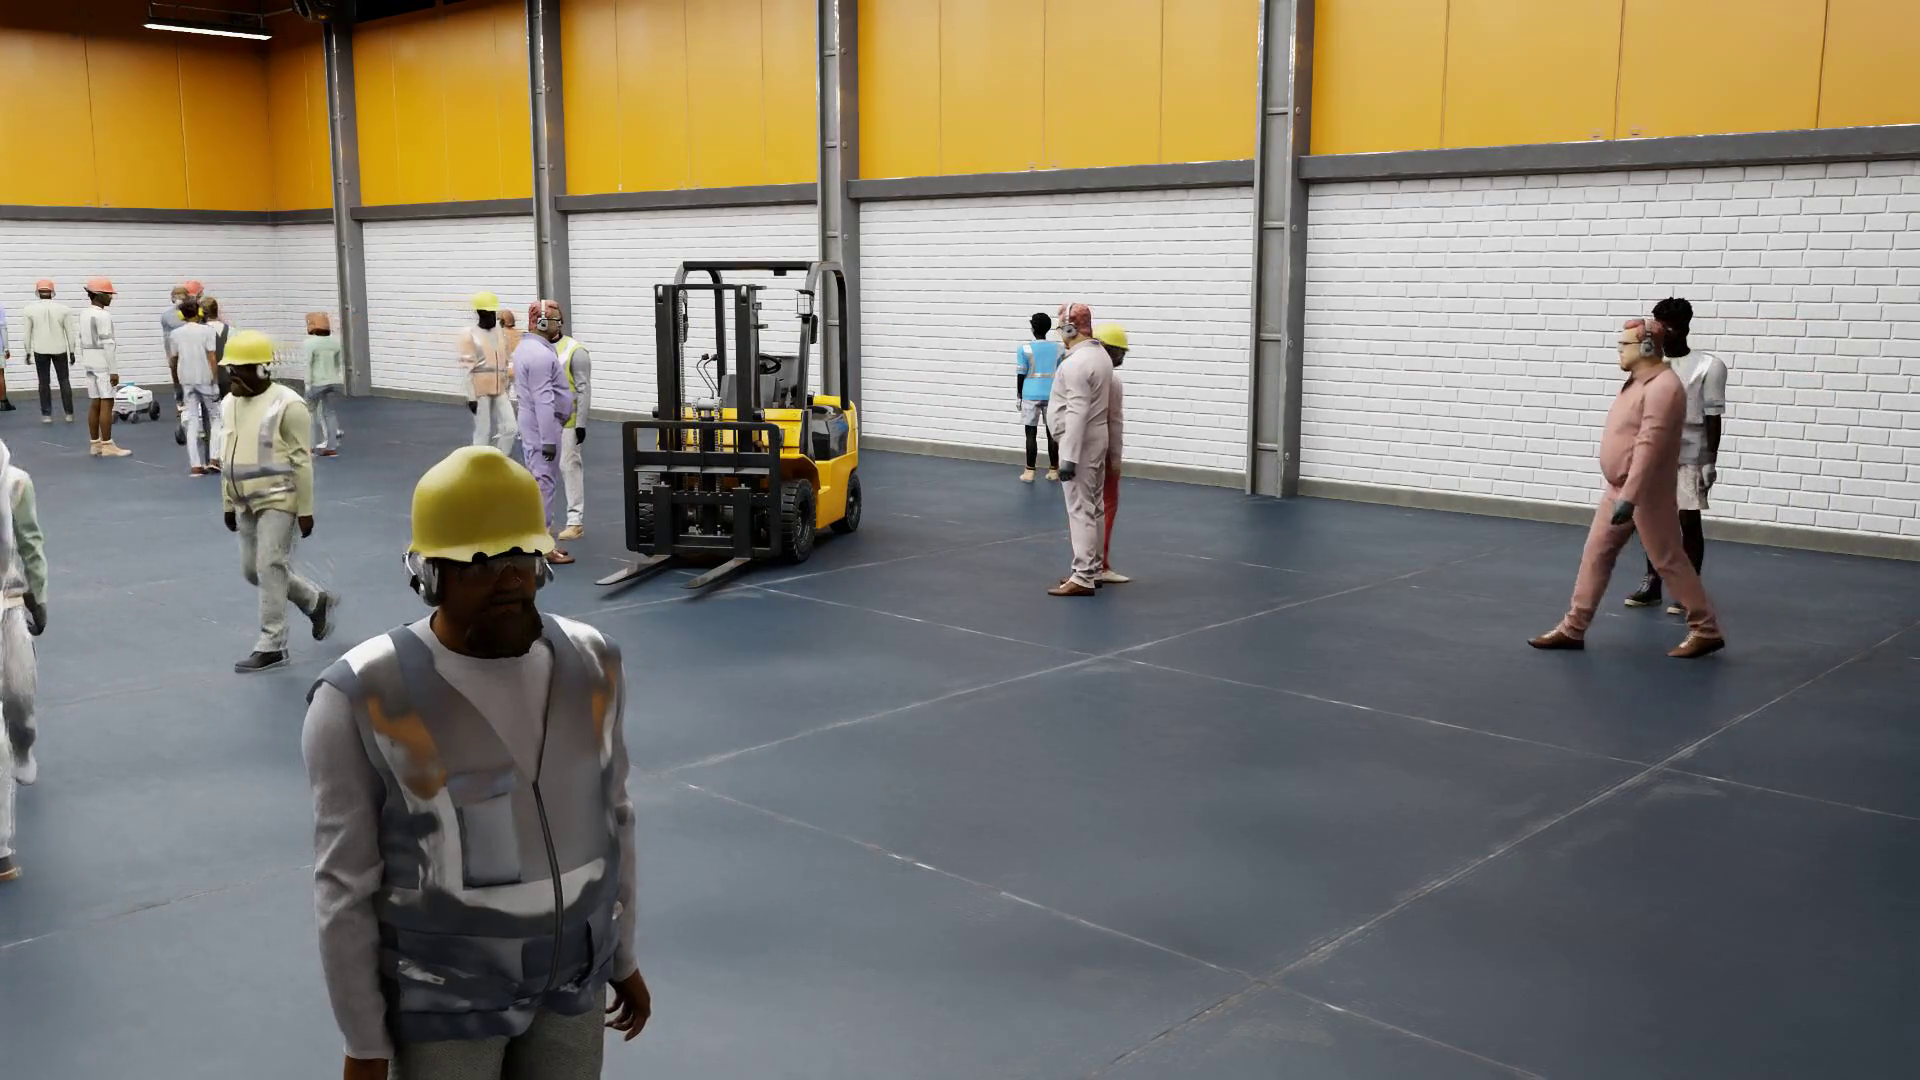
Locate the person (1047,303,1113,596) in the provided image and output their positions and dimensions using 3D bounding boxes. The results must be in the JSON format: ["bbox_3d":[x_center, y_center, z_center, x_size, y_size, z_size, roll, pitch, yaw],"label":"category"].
[{"bbox_3d":[0.761,-0.583,10.823,0.402,1.901,0.638,3,10,19],"label":"person"}]

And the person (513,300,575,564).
[{"bbox_3d":[-2.985,-0.773,11.996,0.401,1.903,0.644,-4,10,-22],"label":"person"}]

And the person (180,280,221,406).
[{"bbox_3d":[-10.364,-2.549,22.654,0.442,1.965,0.638,-2,9,-12],"label":"person"}]

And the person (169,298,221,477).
[{"bbox_3d":[-7.854,-1.571,17.128,0.552,1.815,0.599,0,9,-3],"label":"person"}]

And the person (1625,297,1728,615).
[{"bbox_3d":[4.402,-0.522,10.300,0.392,1.953,0.610,-7,12,-38],"label":"person"}]

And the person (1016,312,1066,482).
[{"bbox_3d":[0.807,-1.416,16.575,0.536,1.690,0.321,-3,10,-19],"label":"person"}]

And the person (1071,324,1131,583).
[{"bbox_3d":[0.972,-0.580,11.267,0.383,1.749,0.549,-4,10,-22],"label":"person"}]

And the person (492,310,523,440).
[{"bbox_3d":[-5.567,-2.034,20.599,0.575,1.606,0.532,5,11,28],"label":"person"}]

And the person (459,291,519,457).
[{"bbox_3d":[-4.510,-1.434,16.004,0.514,1.905,0.607,6,11,31],"label":"person"}]

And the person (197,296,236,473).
[{"bbox_3d":[-7.779,-1.621,17.401,0.361,1.836,0.507,7,11,36],"label":"person"}]

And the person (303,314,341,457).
[{"bbox_3d":[-7.212,-1.730,18.722,0.384,1.613,0.538,6,11,31],"label":"person"}]

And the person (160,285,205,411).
[{"bbox_3d":[-10.229,-2.423,22.090,0.643,1.907,0.875,-2,10,-13],"label":"person"}]

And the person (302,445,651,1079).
[{"bbox_3d":[-0.788,0.749,2.854,0.403,1.833,0.591,9,13,44],"label":"person"}]

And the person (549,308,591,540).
[{"bbox_3d":[-3.188,-0.918,13.050,0.624,1.844,0.430,4,10,25],"label":"person"}]

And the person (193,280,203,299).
[{"bbox_3d":[-12.810,-3.399,28.000,0.542,1.929,0.369,-3,10,-16],"label":"person"}]

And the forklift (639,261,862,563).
[{"bbox_3d":[-1.552,-1.040,12.721,1.214,2.155,2.313,2,9,11],"label":"forklift"}]

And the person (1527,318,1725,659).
[{"bbox_3d":[3.714,-0.277,9.067,0.985,1.867,0.636,0,9,1],"label":"person"}]

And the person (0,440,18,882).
[{"bbox_3d":[-3.450,0.281,5.605,0.398,1.878,0.602,5,10,26],"label":"person"}]

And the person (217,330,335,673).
[{"bbox_3d":[-3.665,-0.227,8.938,0.594,1.809,0.688,5,10,28],"label":"person"}]

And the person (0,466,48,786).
[{"bbox_3d":[-3.814,0.271,6.422,0.528,1.627,0.475,-6,11,-32],"label":"person"}]

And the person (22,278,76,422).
[{"bbox_3d":[-12.626,-2.630,23.082,0.622,1.991,0.400,-6,11,-31],"label":"person"}]

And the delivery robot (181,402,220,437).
[{"bbox_3d":[-9.187,-1.498,20.240,0.477,0.478,0.707,0,10,-4],"label":"delivery robot"}]

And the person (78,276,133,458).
[{"bbox_3d":[-9.628,-1.941,18.714,0.615,2.038,0.395,7,12,38],"label":"person"}]

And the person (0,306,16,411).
[{"bbox_3d":[-14.464,-2.881,24.811,0.543,1.932,0.376,-1,9,-5],"label":"person"}]

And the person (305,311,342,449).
[{"bbox_3d":[-7.560,-1.883,19.616,0.378,1.621,0.510,-3,10,-19],"label":"person"}]

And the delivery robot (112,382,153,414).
[{"bbox_3d":[-11.472,-1.950,23.022,0.477,0.478,0.707,-1,9,-5],"label":"delivery robot"}]

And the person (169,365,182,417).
[{"bbox_3d":[-11.086,-2.577,23.846,0.505,1.636,0.279,-3,10,-16],"label":"person"}]
